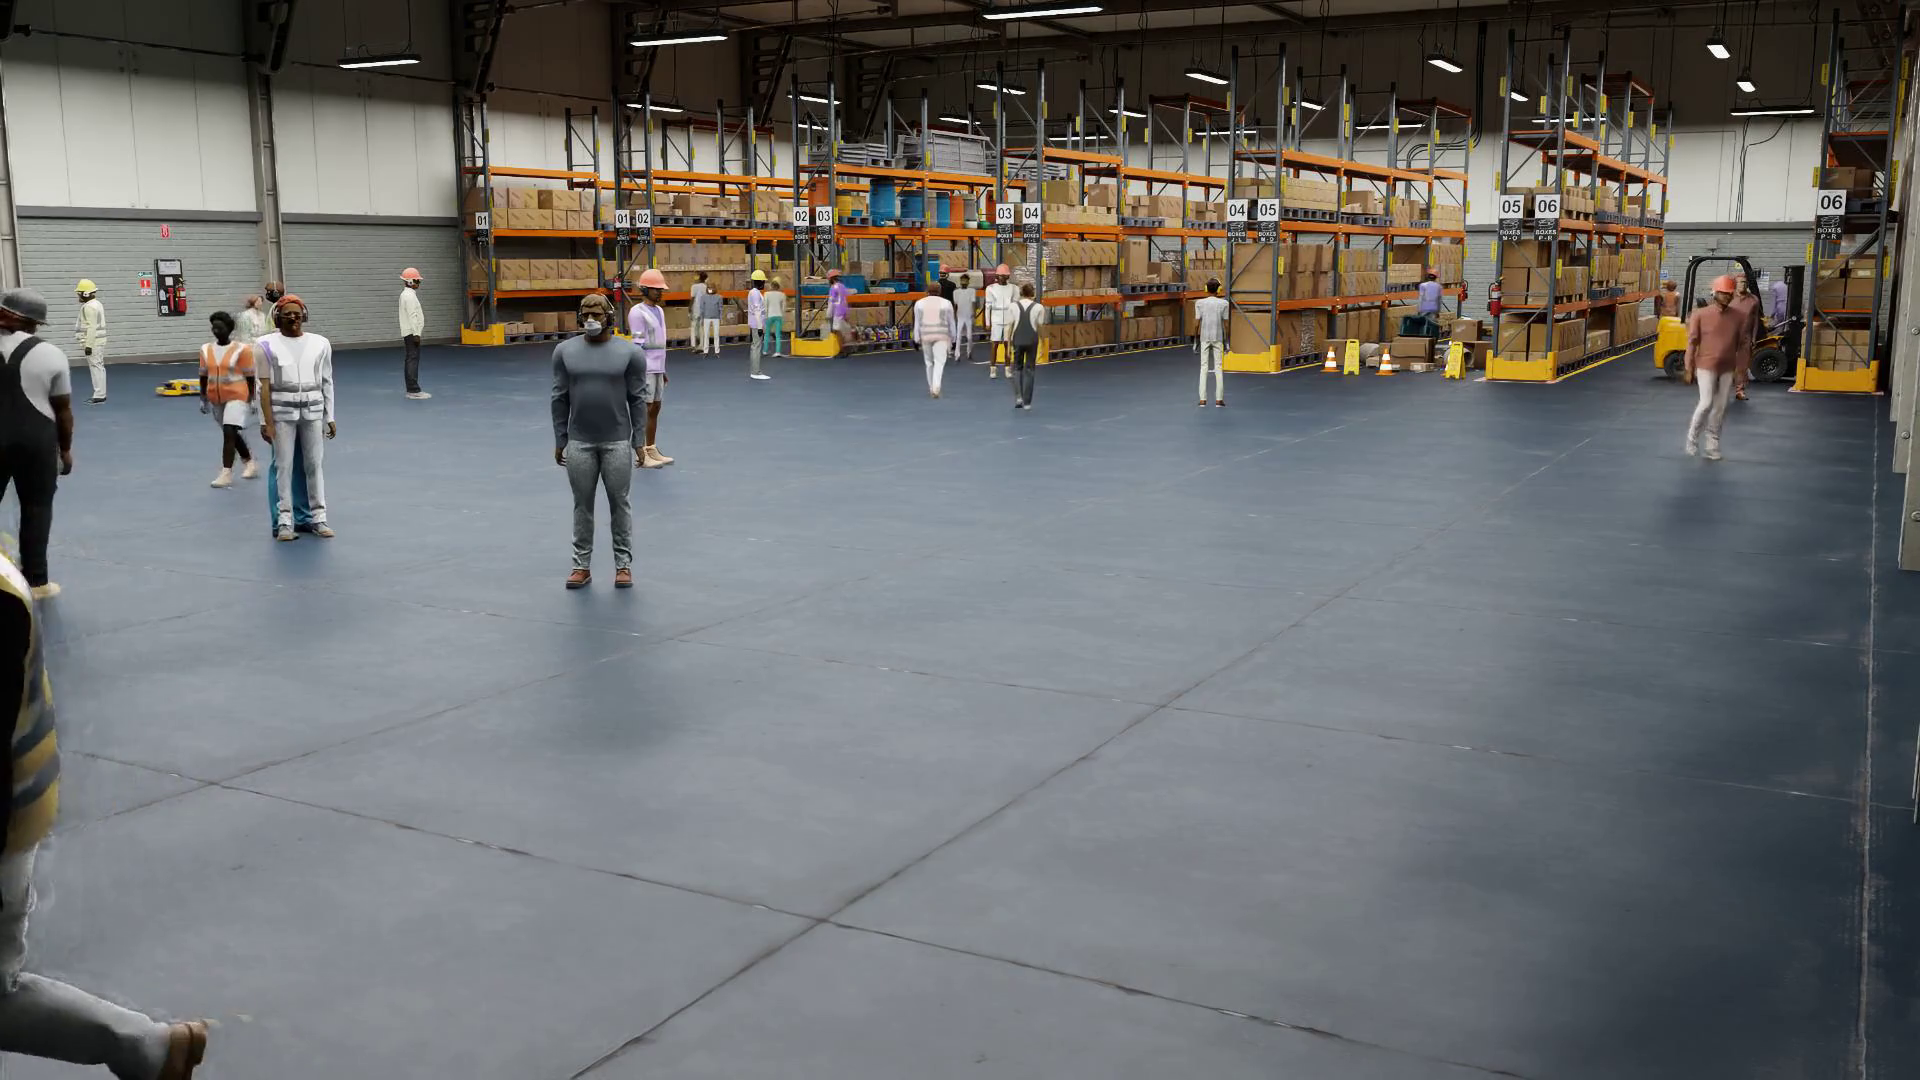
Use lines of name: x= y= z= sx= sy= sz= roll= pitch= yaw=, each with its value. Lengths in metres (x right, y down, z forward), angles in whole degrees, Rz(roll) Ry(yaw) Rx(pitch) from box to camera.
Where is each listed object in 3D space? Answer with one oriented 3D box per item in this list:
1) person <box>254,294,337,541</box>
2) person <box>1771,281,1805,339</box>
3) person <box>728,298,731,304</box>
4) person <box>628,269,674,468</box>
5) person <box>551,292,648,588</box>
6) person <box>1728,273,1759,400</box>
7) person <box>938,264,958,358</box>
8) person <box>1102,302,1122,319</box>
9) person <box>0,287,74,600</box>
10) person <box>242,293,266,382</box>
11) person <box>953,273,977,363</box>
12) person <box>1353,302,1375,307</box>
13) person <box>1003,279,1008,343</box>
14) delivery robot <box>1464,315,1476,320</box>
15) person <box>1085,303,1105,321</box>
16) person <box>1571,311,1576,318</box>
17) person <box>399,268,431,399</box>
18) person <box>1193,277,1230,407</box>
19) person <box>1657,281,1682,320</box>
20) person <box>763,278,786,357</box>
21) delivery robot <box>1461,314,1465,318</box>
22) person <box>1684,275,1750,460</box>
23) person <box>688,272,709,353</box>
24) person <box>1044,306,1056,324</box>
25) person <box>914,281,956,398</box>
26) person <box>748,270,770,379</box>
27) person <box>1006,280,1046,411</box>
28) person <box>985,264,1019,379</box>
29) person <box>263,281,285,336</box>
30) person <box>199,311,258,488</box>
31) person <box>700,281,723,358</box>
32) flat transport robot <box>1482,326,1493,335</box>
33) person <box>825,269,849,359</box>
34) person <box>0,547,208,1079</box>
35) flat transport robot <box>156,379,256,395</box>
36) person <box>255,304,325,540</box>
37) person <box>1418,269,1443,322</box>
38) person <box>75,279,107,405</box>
person: x=-5.103 y=-0.940 z=12.807 sx=0.574 sy=1.883 sz=0.356 roll=-7 pitch=12 yaw=-34
person: x=18.605 y=-5.108 z=37.296 sx=0.963 sy=1.853 sz=0.658 roll=-8 pitch=13 yaw=-40
person: x=-6.143 y=-6.113 z=43.881 sx=0.502 sy=1.603 sz=0.514 roll=-4 pitch=10 yaw=-21
person: x=-3.162 y=-1.763 z=17.162 sx=0.392 sy=2.039 sz=0.614 roll=2 pitch=10 yaw=13
person: x=-2.364 y=-0.647 z=10.926 sx=0.627 sy=1.941 sz=0.371 roll=0 pitch=10 yaw=-2
person: x=11.761 y=-3.070 z=25.196 sx=0.641 sy=1.913 sz=0.407 roll=1 pitch=10 yaw=5
person: x=-0.340 y=-4.904 z=35.685 sx=0.612 sy=1.995 sz=0.382 roll=3 pitch=10 yaw=14
person: x=3.838 y=-5.827 z=41.682 sx=0.762 sy=1.801 sz=0.628 roll=-8 pitch=12 yaw=-39
person: x=-6.025 y=-0.626 z=10.507 sx=0.803 sy=2.000 sz=0.570 roll=-4 pitch=11 yaw=-23
person: x=-10.429 y=-2.830 z=24.598 sx=0.413 sy=1.624 sz=0.536 roll=2 pitch=10 yaw=12
person: x=0.101 y=-4.575 z=34.216 sx=0.539 sy=1.836 sz=0.839 roll=1 pitch=10 yaw=6
person: x=10.265 y=-5.833 z=42.321 sx=0.514 sy=1.583 sz=0.903 roll=7 pitch=12 yaw=36
person: x=1.273 y=-5.915 z=41.764 sx=0.611 sy=1.944 sz=0.766 roll=5 pitch=11 yaw=25
delivery robot: x=13.856 y=-5.916 z=45.547 sx=0.707 sy=0.478 sz=0.477 roll=-2 pitch=10 yaw=-11
person: x=3.277 y=-5.602 z=40.441 sx=0.523 sy=1.769 sz=0.317 roll=4 pitch=10 yaw=20
person: x=15.164 y=-5.755 z=40.843 sx=0.551 sy=1.933 sz=0.373 roll=3 pitch=10 yaw=16
person: x=-8.367 y=-3.157 z=25.458 sx=0.382 sy=1.995 sz=0.612 roll=-5 pitch=11 yaw=-26
person: x=3.642 y=-2.861 z=24.094 sx=0.535 sy=1.868 sz=0.309 roll=2 pitch=10 yaw=10
person: x=16.622 y=-5.279 z=39.015 sx=0.513 sy=1.606 sz=0.805 roll=5 pitch=11 yaw=25
person: x=-4.048 y=-4.820 z=36.048 sx=0.565 sy=1.695 sz=0.892 roll=-4 pitch=10 yaw=-22
delivery robot: x=13.940 y=-6.015 z=46.128 sx=0.477 sy=0.478 sz=0.707 roll=-2 pitch=10 yaw=-11
person: x=8.103 y=-1.839 z=17.789 sx=0.616 sy=1.973 sz=0.426 roll=-1 pitch=10 yaw=-3
person: x=-5.822 y=-5.084 z=37.244 sx=0.613 sy=1.829 sz=0.396 roll=-5 pitch=11 yaw=-27
person: x=1.861 y=-5.203 z=37.641 sx=0.627 sy=1.933 sz=0.368 roll=1 pitch=10 yaw=4
person: x=-0.386 y=-3.114 z=25.783 sx=0.639 sy=1.804 sz=0.924 roll=2 pitch=10 yaw=13
person: x=-3.575 y=-3.810 z=29.474 sx=0.363 sy=1.928 sz=0.587 roll=-2 pitch=10 yaw=-14
person: x=0.942 y=-2.740 z=23.486 sx=0.551 sy=1.827 sz=0.539 roll=1 pitch=10 yaw=8
person: x=0.755 y=-3.869 z=29.491 sx=0.615 sy=2.038 sz=0.396 roll=-1 pitch=10 yaw=-8
person: x=-9.252 y=-2.598 z=22.666 sx=0.429 sy=1.836 sz=0.628 roll=-3 pitch=10 yaw=-16
person: x=-6.993 y=-1.367 z=15.936 sx=0.534 sy=1.659 sz=0.861 roll=2 pitch=10 yaw=9
person: x=-5.336 y=-4.737 z=35.761 sx=0.498 sy=1.633 sz=0.285 roll=-1 pitch=10 yaw=-6
flat transport robot: x=14.613 y=-5.757 z=45.717 sx=0.652 sy=0.197 sz=1.431 roll=-1 pitch=10 yaw=-7
person: x=-2.599 y=-4.781 z=35.245 sx=0.519 sy=1.903 sz=0.549 roll=3 pitch=10 yaw=19
person: x=-2.186 y=0.632 z=3.764 sx=0.668 sy=1.828 sz=0.629 roll=-9 pitch=13 yaw=-43
flat transport robot: x=-11.870 y=-2.437 z=26.282 sx=1.431 sy=0.197 sz=0.652 roll=-7 pitch=12 yaw=-37
person: x=-5.194 y=-0.937 z=12.895 sx=0.377 sy=1.844 sz=0.567 roll=4 pitch=10 yaw=22
person: x=10.756 y=-5.251 z=38.043 sx=0.578 sy=1.879 sz=0.645 roll=0 pitch=10 yaw=1
person: x=-12.774 y=-2.905 z=24.459 sx=0.404 sy=1.833 sz=0.586 roll=-3 pitch=10 yaw=-18
